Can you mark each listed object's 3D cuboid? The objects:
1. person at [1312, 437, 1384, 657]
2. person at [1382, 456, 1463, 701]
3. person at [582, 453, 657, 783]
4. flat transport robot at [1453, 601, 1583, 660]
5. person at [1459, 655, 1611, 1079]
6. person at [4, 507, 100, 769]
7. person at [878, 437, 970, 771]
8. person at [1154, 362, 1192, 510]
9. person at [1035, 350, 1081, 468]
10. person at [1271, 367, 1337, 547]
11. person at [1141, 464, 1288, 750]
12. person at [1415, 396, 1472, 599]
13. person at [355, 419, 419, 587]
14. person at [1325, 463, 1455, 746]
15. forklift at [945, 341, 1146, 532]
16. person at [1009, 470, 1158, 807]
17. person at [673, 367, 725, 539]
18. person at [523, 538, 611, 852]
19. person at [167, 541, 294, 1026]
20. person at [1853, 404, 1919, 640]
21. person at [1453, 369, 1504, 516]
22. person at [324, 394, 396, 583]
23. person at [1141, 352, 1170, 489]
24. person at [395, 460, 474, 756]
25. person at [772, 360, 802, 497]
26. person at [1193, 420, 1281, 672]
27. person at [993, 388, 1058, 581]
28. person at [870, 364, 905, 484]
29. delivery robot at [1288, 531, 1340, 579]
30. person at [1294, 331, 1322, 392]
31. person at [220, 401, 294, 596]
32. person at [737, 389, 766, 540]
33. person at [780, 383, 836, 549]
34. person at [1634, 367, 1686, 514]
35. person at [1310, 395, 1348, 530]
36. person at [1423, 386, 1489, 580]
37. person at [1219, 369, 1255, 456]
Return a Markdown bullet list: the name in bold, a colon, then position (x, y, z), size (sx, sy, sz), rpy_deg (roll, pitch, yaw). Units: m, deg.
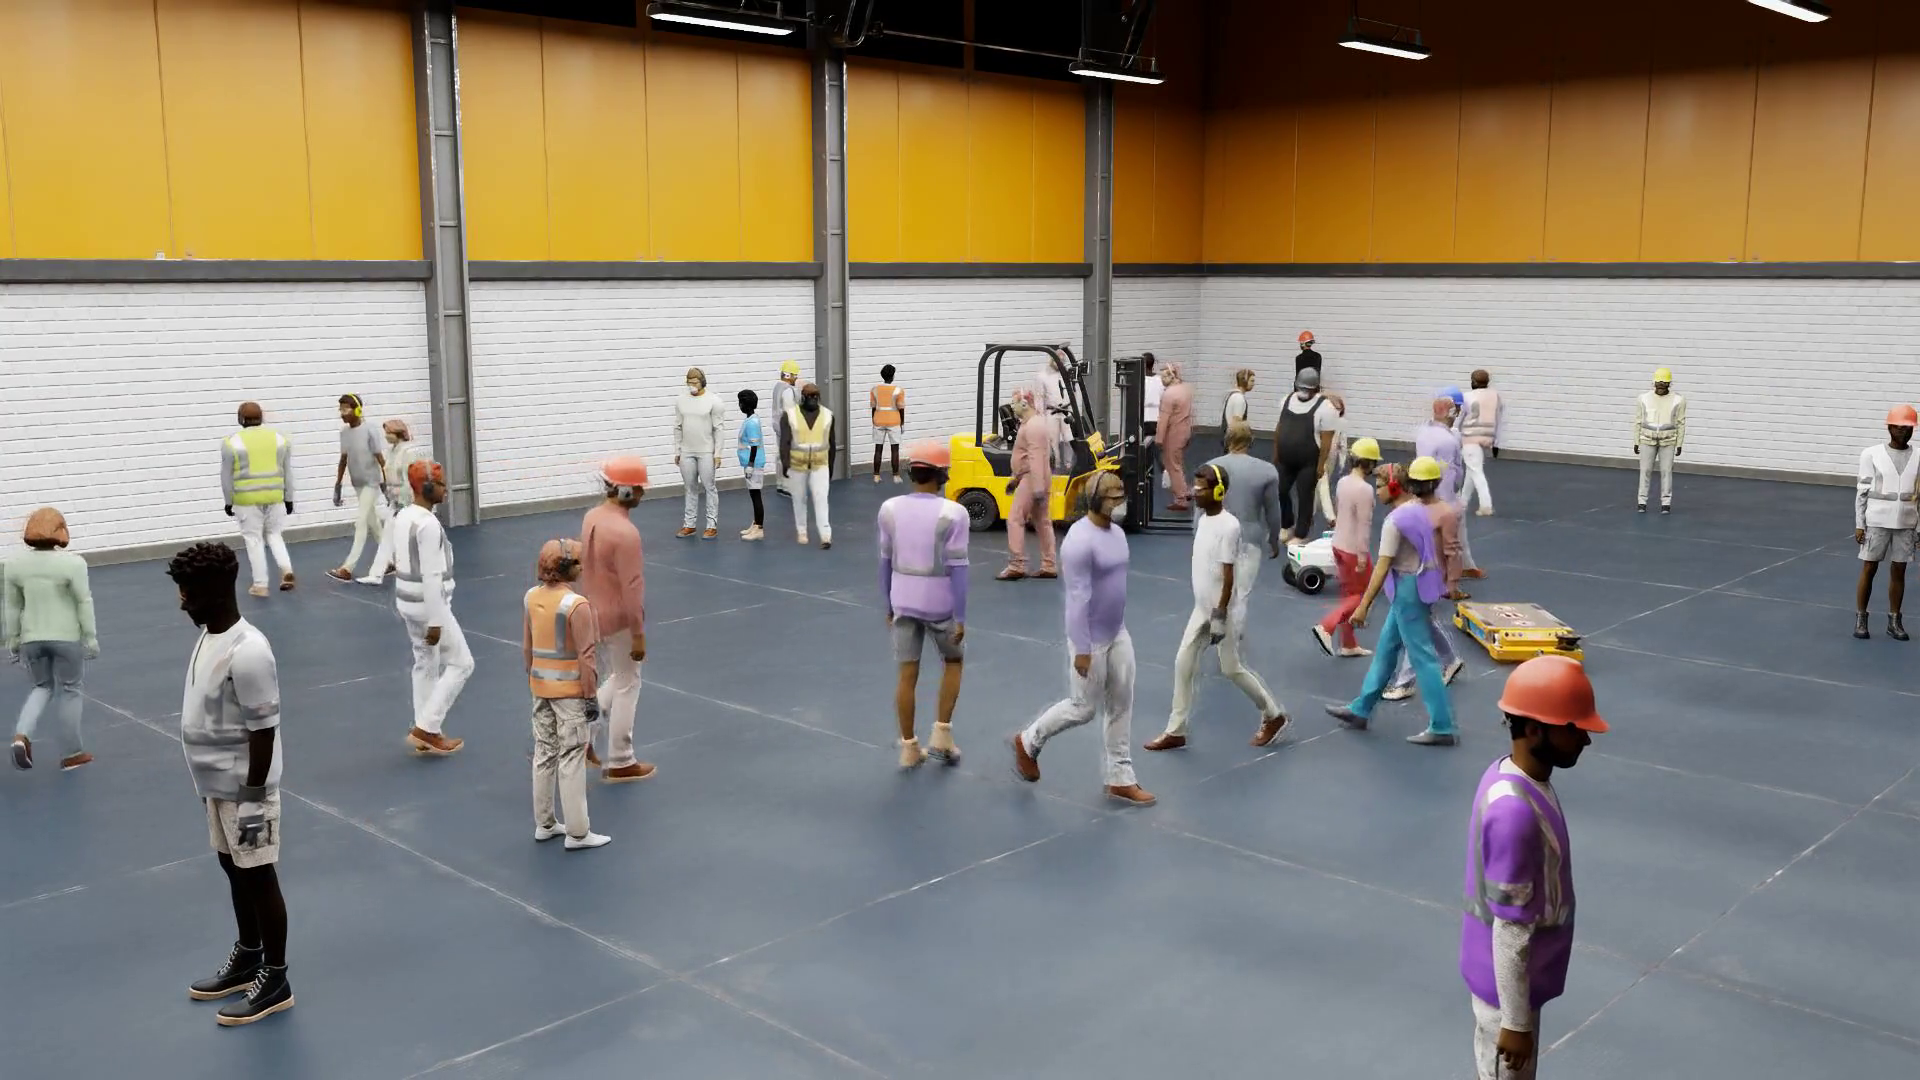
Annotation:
- **person**: position (3.002, 0.075, 12.864), size (0.513, 1.746, 0.521), rpy_deg (-3, 10, -15)
- **person**: position (3.349, 0.247, 11.853), size (0.850, 1.732, 0.540), rpy_deg (-6, 11, -32)
- **person**: position (-2.010, 0.470, 9.748), size (0.478, 1.971, 0.633), rpy_deg (-7, 11, -35)
- **flat transport robot**: position (4.483, 0.717, 13.439), size (0.652, 0.197, 1.431), rpy_deg (1, 9, 3)
- **person**: position (1.663, 1.282, 4.888), size (0.373, 1.933, 0.551), rpy_deg (3, 10, 19)
- **person**: position (-5.464, 0.613, 9.966), size (0.498, 1.616, 0.466), rpy_deg (0, 9, 3)
- **person**: position (-0.205, 0.392, 10.099), size (0.615, 2.024, 0.531), rpy_deg (4, 10, 21)
- **person**: position (2.670, -1.291, 20.861), size (0.439, 1.874, 0.678), rpy_deg (5, 10, 27)
- **person**: position (1.426, -1.818, 24.065), size (0.682, 1.879, 0.434), rpy_deg (-1, 9, -4)
- **person**: position (3.677, -0.912, 18.017), size (0.769, 2.000, 0.544), rpy_deg (8, 12, 41)
- **person**: position (1.648, 0.429, 10.459), size (0.922, 1.834, 0.521), rpy_deg (-3, 10, -18)
- **person**: position (4.351, -0.391, 15.317), size (0.637, 1.879, 0.669), rpy_deg (-1, 9, -6)
- **person**: position (-5.356, -0.327, 15.756), size (0.517, 1.604, 0.810), rpy_deg (7, 12, 39)
- **person**: position (2.804, 0.406, 10.702), size (0.903, 1.789, 0.614), rpy_deg (4, 10, 25)
- **forklift**: position (0.977, -1.223, 19.452), size (2.313, 2.155, 1.214), rpy_deg (2, 9, 11)
- **person**: position (0.721, 0.546, 9.471), size (0.828, 1.919, 0.637), rpy_deg (6, 11, 34)
- **person**: position (-2.946, -0.976, 18.738), size (0.628, 1.935, 0.373), rpy_deg (3, 10, 20)
- **person**: position (-2.083, 0.806, 8.719), size (0.523, 1.636, 0.310), rpy_deg (7, 12, 38)
- **person**: position (-2.949, 0.968, 6.737), size (0.377, 1.959, 0.604), rpy_deg (-8, 12, -39)
- **person**: position (7.629, -0.146, 13.622), size (0.544, 1.943, 0.347), rpy_deg (2, 10, 13)
- **person**: position (6.398, -1.210, 20.609), size (0.632, 1.802, 0.952), rpy_deg (-4, 10, -23)
- **person**: position (-5.861, -0.497, 16.120), size (0.533, 1.823, 0.934), rpy_deg (6, 11, 34)
- **person**: position (2.610, -1.608, 22.724), size (0.599, 1.904, 0.724), rpy_deg (-3, 10, -19)
- **person**: position (-3.273, 0.430, 10.322), size (0.413, 1.869, 0.584), rpy_deg (-7, 12, -38)
- **person**: position (-2.300, -1.482, 22.188), size (0.404, 1.819, 0.591), rpy_deg (-3, 10, -20)
- **person**: position (2.142, 0.019, 12.801), size (0.635, 1.883, 1.027), rpy_deg (4, 10, 23)
- **person**: position (0.622, -0.540, 16.249), size (0.767, 1.872, 0.662), rpy_deg (1, 9, 9)
- **person**: position (-1.022, -1.633, 23.516), size (0.531, 1.691, 0.321), rpy_deg (3, 10, 16)
- **delivery robot**: position (3.473, 0.159, 15.704), size (0.707, 0.478, 0.477), rpy_deg (-1, 9, -7)
- **person**: position (5.803, -2.503, 27.908), size (0.610, 1.996, 0.378), rpy_deg (-8, 12, -39)
- **person**: position (-6.488, -0.372, 15.393), size (0.480, 1.824, 0.628), rpy_deg (9, 13, 43)
- **person**: position (-2.338, -0.842, 18.655), size (0.320, 1.692, 0.531), rpy_deg (-1, 9, -7)
- **person**: position (-1.646, -0.802, 18.112), size (0.635, 1.794, 0.934), rpy_deg (-2, 9, -11)
- **person**: position (8.669, -1.232, 20.642), size (0.592, 1.826, 0.403), rpy_deg (5, 10, 27)
- **person**: position (4.268, -0.912, 19.437), size (0.561, 1.564, 0.888), rpy_deg (-4, 10, -23)
- **person**: position (4.702, -0.544, 16.142), size (0.874, 1.912, 0.608), rpy_deg (-2, 10, -14)
- **person**: position (3.398, -1.185, 20.381), size (0.591, 1.813, 0.542), rpy_deg (0, 9, 3)
